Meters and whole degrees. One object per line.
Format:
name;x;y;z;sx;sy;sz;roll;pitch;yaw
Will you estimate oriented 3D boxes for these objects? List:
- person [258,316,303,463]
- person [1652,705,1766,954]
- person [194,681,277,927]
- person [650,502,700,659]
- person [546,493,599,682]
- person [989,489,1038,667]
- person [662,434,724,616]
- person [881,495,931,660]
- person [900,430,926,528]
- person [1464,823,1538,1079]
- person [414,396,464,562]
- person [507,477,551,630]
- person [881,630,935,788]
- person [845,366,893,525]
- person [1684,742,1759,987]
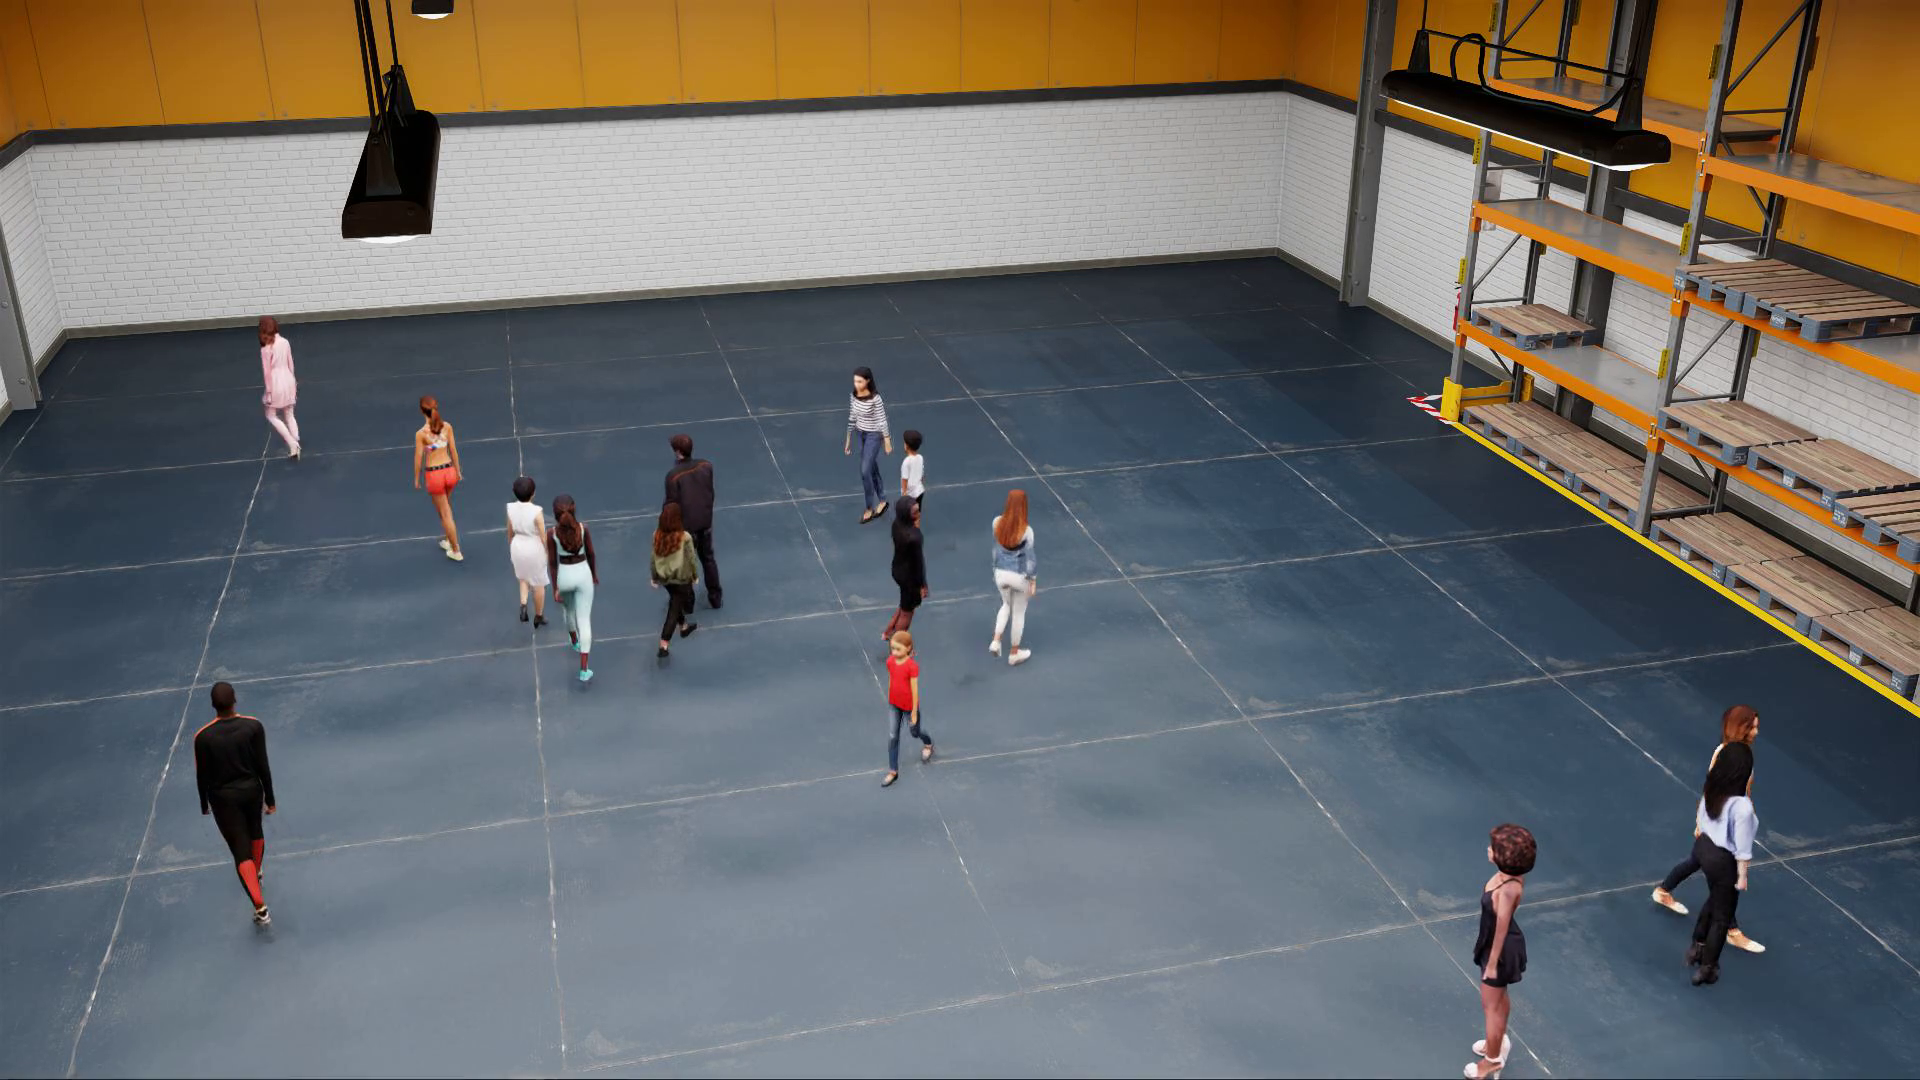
person;-8.054;-1.779;19.871;0.834;1.789;0.764;11;26;23
person;5.155;1.918;11.469;1.144;1.745;0.960;22;32;40
person;-5.019;1.850;11.588;0.952;1.774;1.261;-18;29;-35
person;-2.668;0.397;15.327;0.978;1.441;1.080;8;25;17
person;-3.445;0.446;14.919;0.629;1.678;1.193;-4;24;-10
person;0.422;0.379;15.061;0.797;1.688;0.858;17;29;34
person;-2.598;-0.160;16.110;0.846;1.834;0.834;-17;29;-33
person;-0.499;0.352;15.117;0.781;1.692;0.561;-15;28;-31
person;-0.460;-0.540;17.716;0.667;1.245;0.617;15;28;31
person;3.281;2.496;10.097;0.708;1.785;0.636;10;25;21
person;-5.330;-0.609;17.208;0.854;1.777;0.784;20;30;38
person;-4.111;0.158;15.747;0.715;1.543;0.774;5;24;12
person;-0.407;1.314;13.425;0.852;1.285;0.901;14;27;28
person;-0.942;-1.081;18.302;0.794;1.766;0.842;20;31;39
person;4.944;2.137;10.996;0.771;1.722;0.546;2;24;4
